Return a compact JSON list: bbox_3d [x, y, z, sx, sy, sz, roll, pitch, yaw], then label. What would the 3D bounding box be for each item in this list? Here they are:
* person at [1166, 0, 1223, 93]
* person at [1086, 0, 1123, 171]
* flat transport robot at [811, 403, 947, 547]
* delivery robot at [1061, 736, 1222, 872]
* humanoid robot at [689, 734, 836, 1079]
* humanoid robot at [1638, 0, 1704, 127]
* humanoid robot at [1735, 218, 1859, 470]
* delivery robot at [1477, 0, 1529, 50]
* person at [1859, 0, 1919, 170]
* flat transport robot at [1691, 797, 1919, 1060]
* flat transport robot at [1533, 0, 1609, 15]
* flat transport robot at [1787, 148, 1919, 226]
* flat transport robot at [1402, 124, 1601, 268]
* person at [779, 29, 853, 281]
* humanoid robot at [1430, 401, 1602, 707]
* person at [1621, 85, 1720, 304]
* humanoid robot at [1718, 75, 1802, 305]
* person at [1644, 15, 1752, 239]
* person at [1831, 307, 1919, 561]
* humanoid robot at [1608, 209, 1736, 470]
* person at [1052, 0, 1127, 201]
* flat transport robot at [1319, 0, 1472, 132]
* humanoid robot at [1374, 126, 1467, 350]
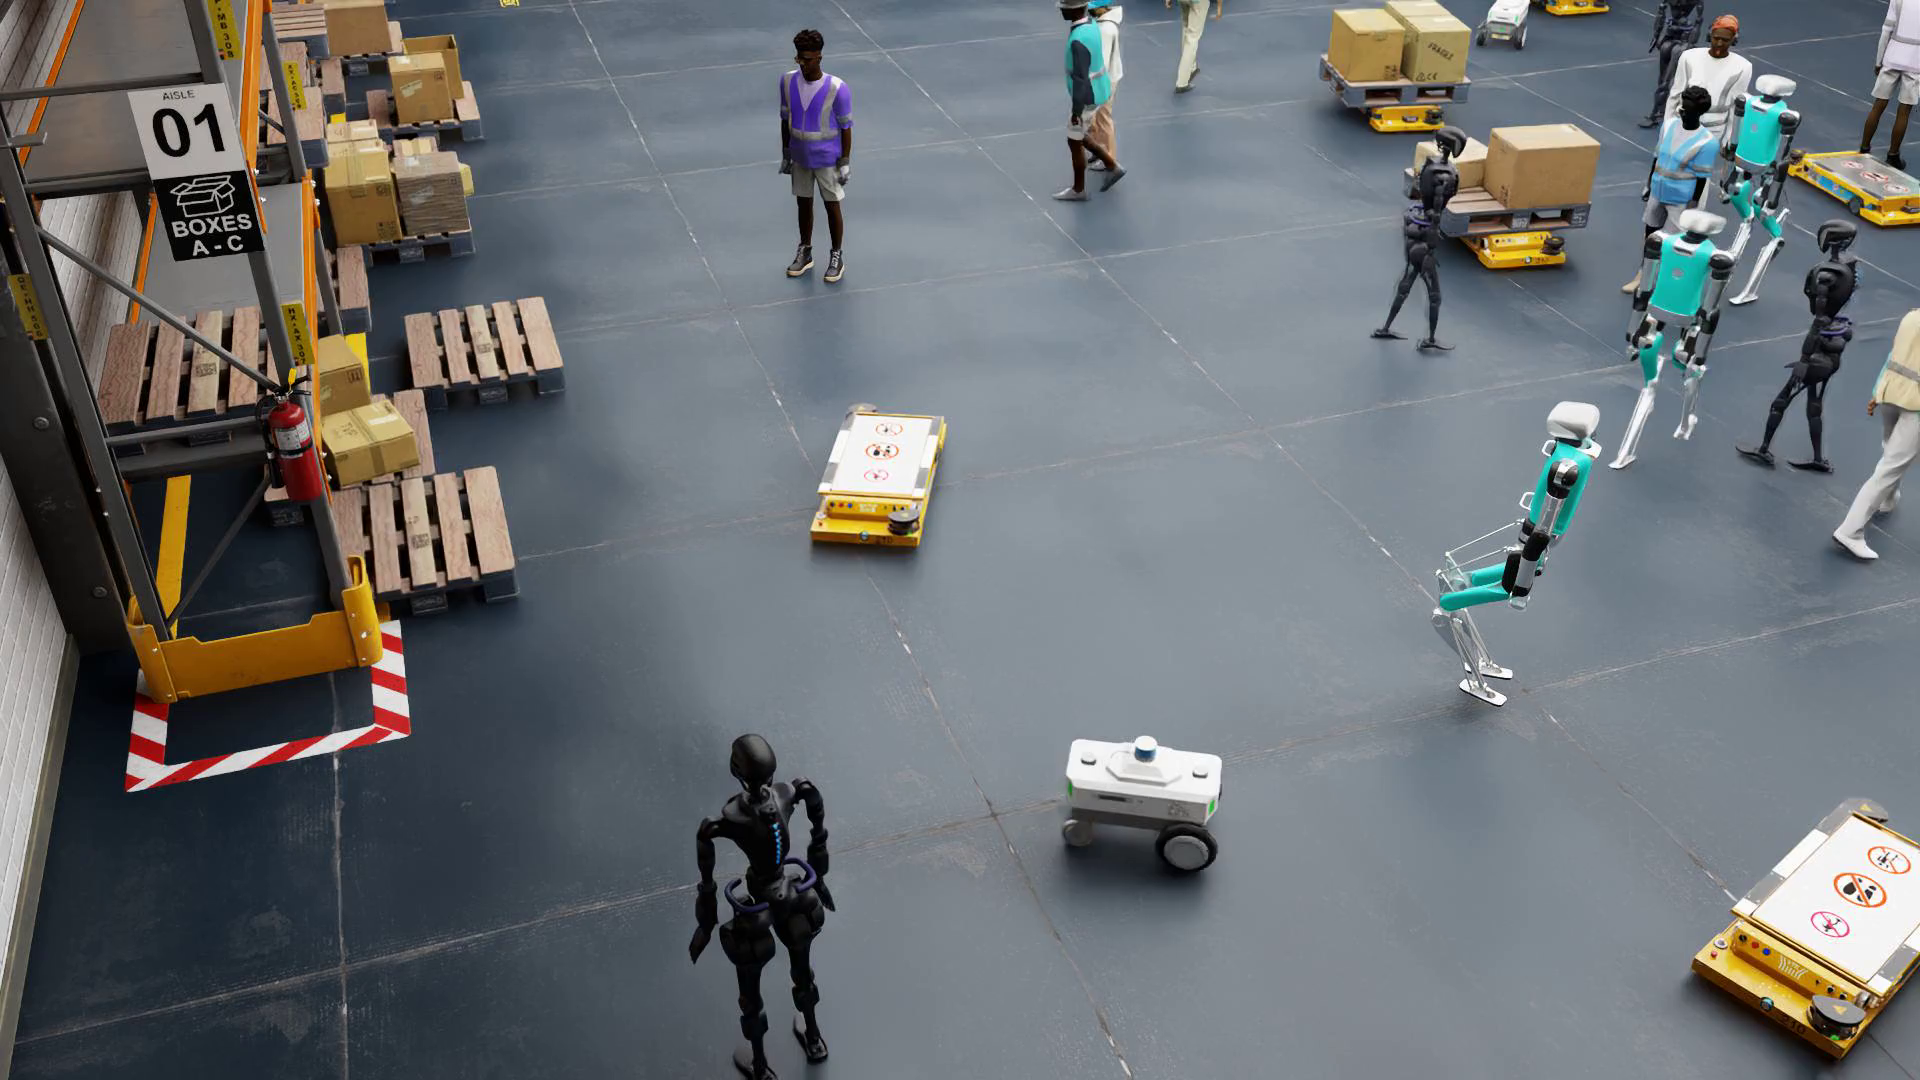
[{"bbox_3d":[2.444,-5.518,16.931,0.588,1.790,0.829,22,39,30],"label":"person"},{"bbox_3d":[1.246,-4.118,14.898,0.420,1.648,0.528,-1,33,-1],"label":"person"},{"bbox_3d":[-0.493,-0.427,10.514,0.659,0.231,1.431,4,33,5],"label":"flat transport robot"},{"bbox_3d":[0.876,1.190,7.789,0.812,0.614,0.499,6,34,9],"label":"delivery robot"},{"bbox_3d":[-0.751,1.412,6.398,0.599,1.653,0.331,-20,38,-28],"label":"humanoid robot"},{"bbox_3d":[6.840,-4.789,15.924,0.540,1.638,0.608,-11,35,-16],"label":"humanoid robot"},{"bbox_3d":[5.372,-1.204,10.436,0.640,1.630,0.608,21,39,29],"label":"humanoid robot"},{"bbox_3d":[6.082,-5.795,18.493,0.499,0.603,0.803,15,36,21],"label":"delivery robot"},{"bbox_3d":[8.477,-4.273,14.885,0.359,1.939,0.542,-26,41,-34],"label":"person"},{"bbox_3d":[3.896,1.661,7.311,1.431,0.231,0.659,-26,41,-33],"label":"flat transport robot"},{"bbox_3d":[7.108,-6.585,19.958,0.659,0.231,1.431,-8,34,-12],"label":"flat transport robot"},{"bbox_3d":[7.969,-3.127,14.655,0.659,0.231,1.431,-7,34,-10],"label":"flat transport robot"},{"bbox_3d":[4.443,-2.651,13.925,0.659,0.231,1.431,-5,33,-8],"label":"flat transport robot"},{"bbox_3d":[-1.118,-2.966,12.856,0.601,1.966,0.370,13,35,19],"label":"person"},{"bbox_3d":[2.695,0.032,8.343,0.735,1.677,0.533,17,37,24],"label":"humanoid robot"},{"bbox_3d":[5.372,-2.589,12.528,0.319,1.692,0.532,-14,36,-20],"label":"person"},{"bbox_3d":[6.077,-2.672,12.552,0.695,1.727,0.541,-16,36,-23],"label":"humanoid robot"},{"bbox_3d":[5.973,-3.302,13.452,0.577,1.879,0.351,22,39,30],"label":"person"},{"bbox_3d":[5.564,-0.746,9.731,0.860,1.661,0.539,-13,35,-19],"label":"person"},{"bbox_3d":[4.622,-1.321,10.578,0.947,1.796,0.544,-28,43,-36],"label":"humanoid robot"},{"bbox_3d":[1.079,-3.792,14.171,0.575,1.913,0.571,5,33,8],"label":"person"},{"bbox_3d":[4.283,-4.393,16.597,0.659,0.231,1.431,-3,33,-5],"label":"flat transport robot"},{"bbox_3d":[3.379,-2.165,11.907,0.656,1.640,0.613,6,34,9],"label":"humanoid robot"}]
